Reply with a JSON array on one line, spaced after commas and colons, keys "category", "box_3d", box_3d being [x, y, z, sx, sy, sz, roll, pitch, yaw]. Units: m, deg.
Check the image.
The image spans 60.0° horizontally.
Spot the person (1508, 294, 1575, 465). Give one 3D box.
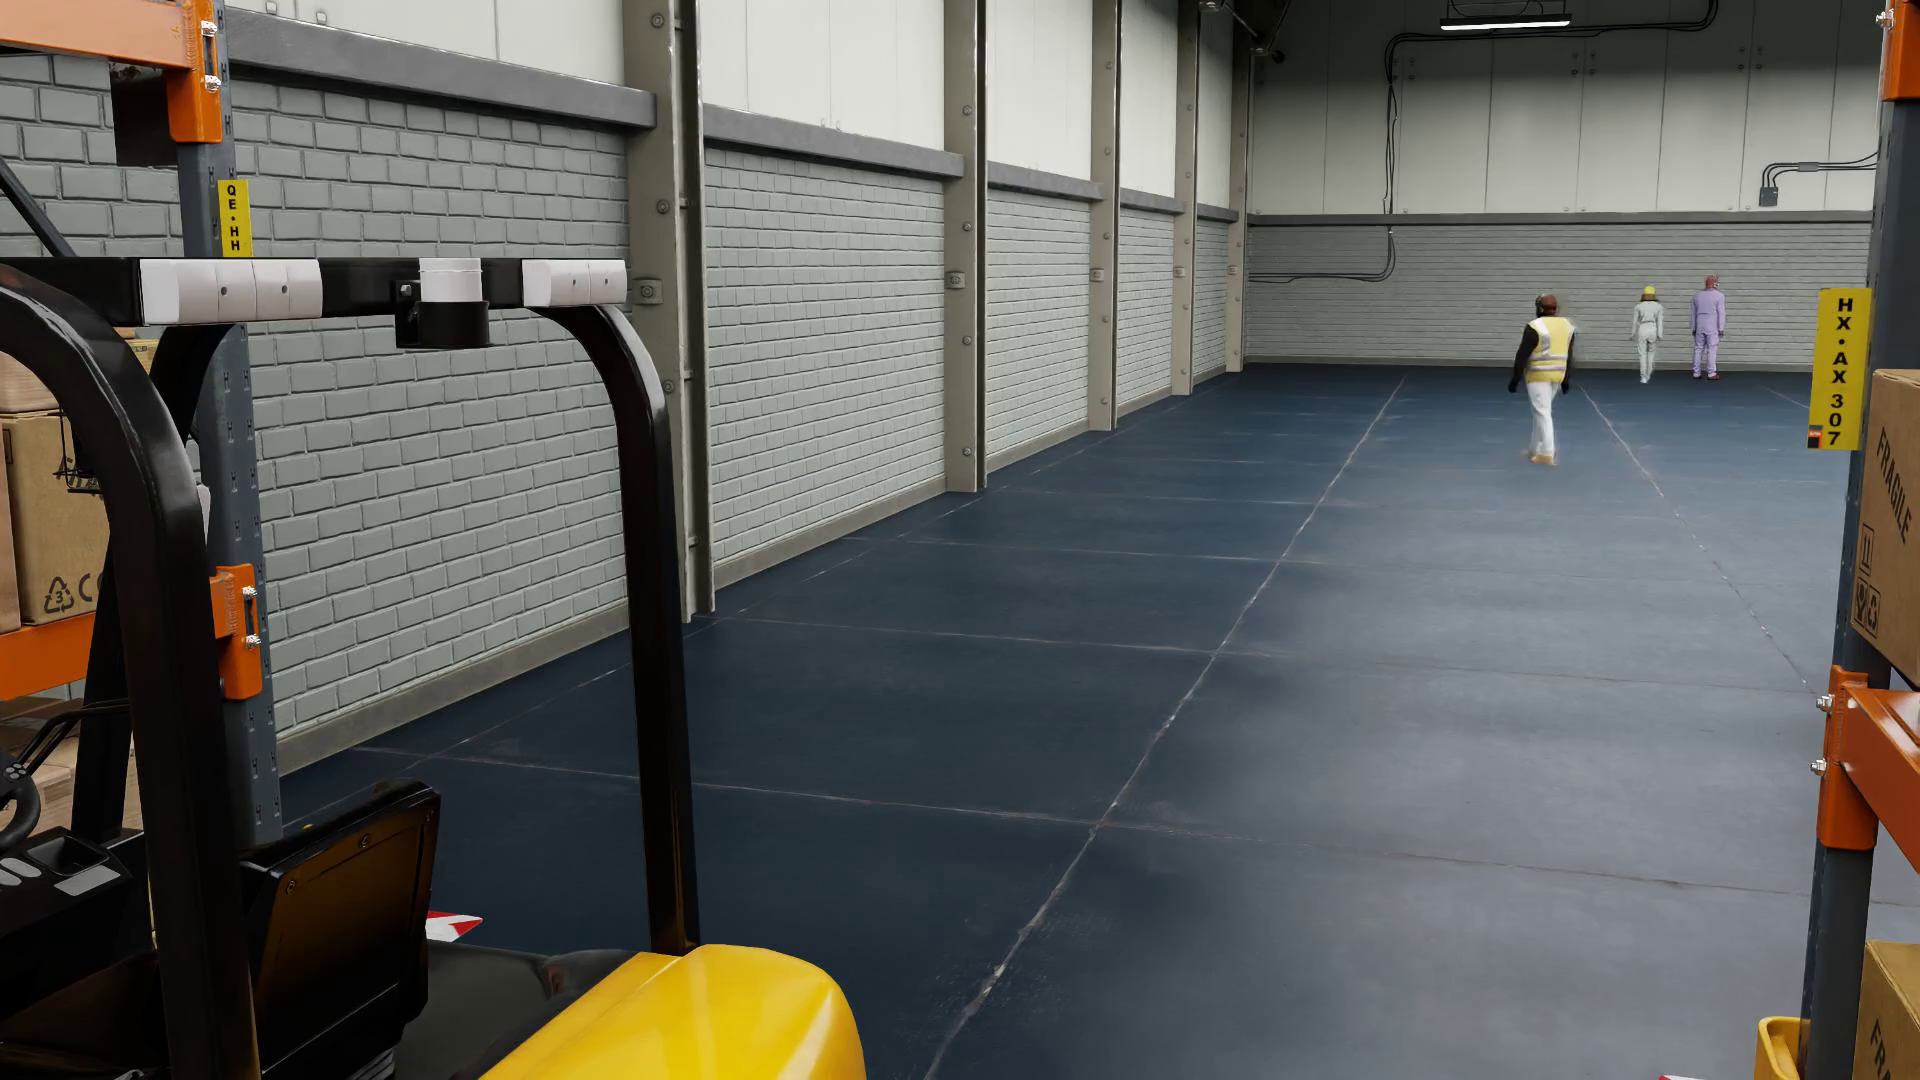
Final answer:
[{"category": "person", "box_3d": [6.190, -1.730, 17.890, 0.645, 1.812, 0.757, -5, 11, -28]}]

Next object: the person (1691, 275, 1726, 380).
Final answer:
[{"category": "person", "box_3d": [13.728, -3.887, 30.484, 0.401, 1.910, 0.642, -6, 11, -31]}]

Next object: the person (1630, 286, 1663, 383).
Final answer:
[{"category": "person", "box_3d": [12.294, -3.688, 29.850, 0.506, 1.712, 0.774, 2, 10, 10]}]
